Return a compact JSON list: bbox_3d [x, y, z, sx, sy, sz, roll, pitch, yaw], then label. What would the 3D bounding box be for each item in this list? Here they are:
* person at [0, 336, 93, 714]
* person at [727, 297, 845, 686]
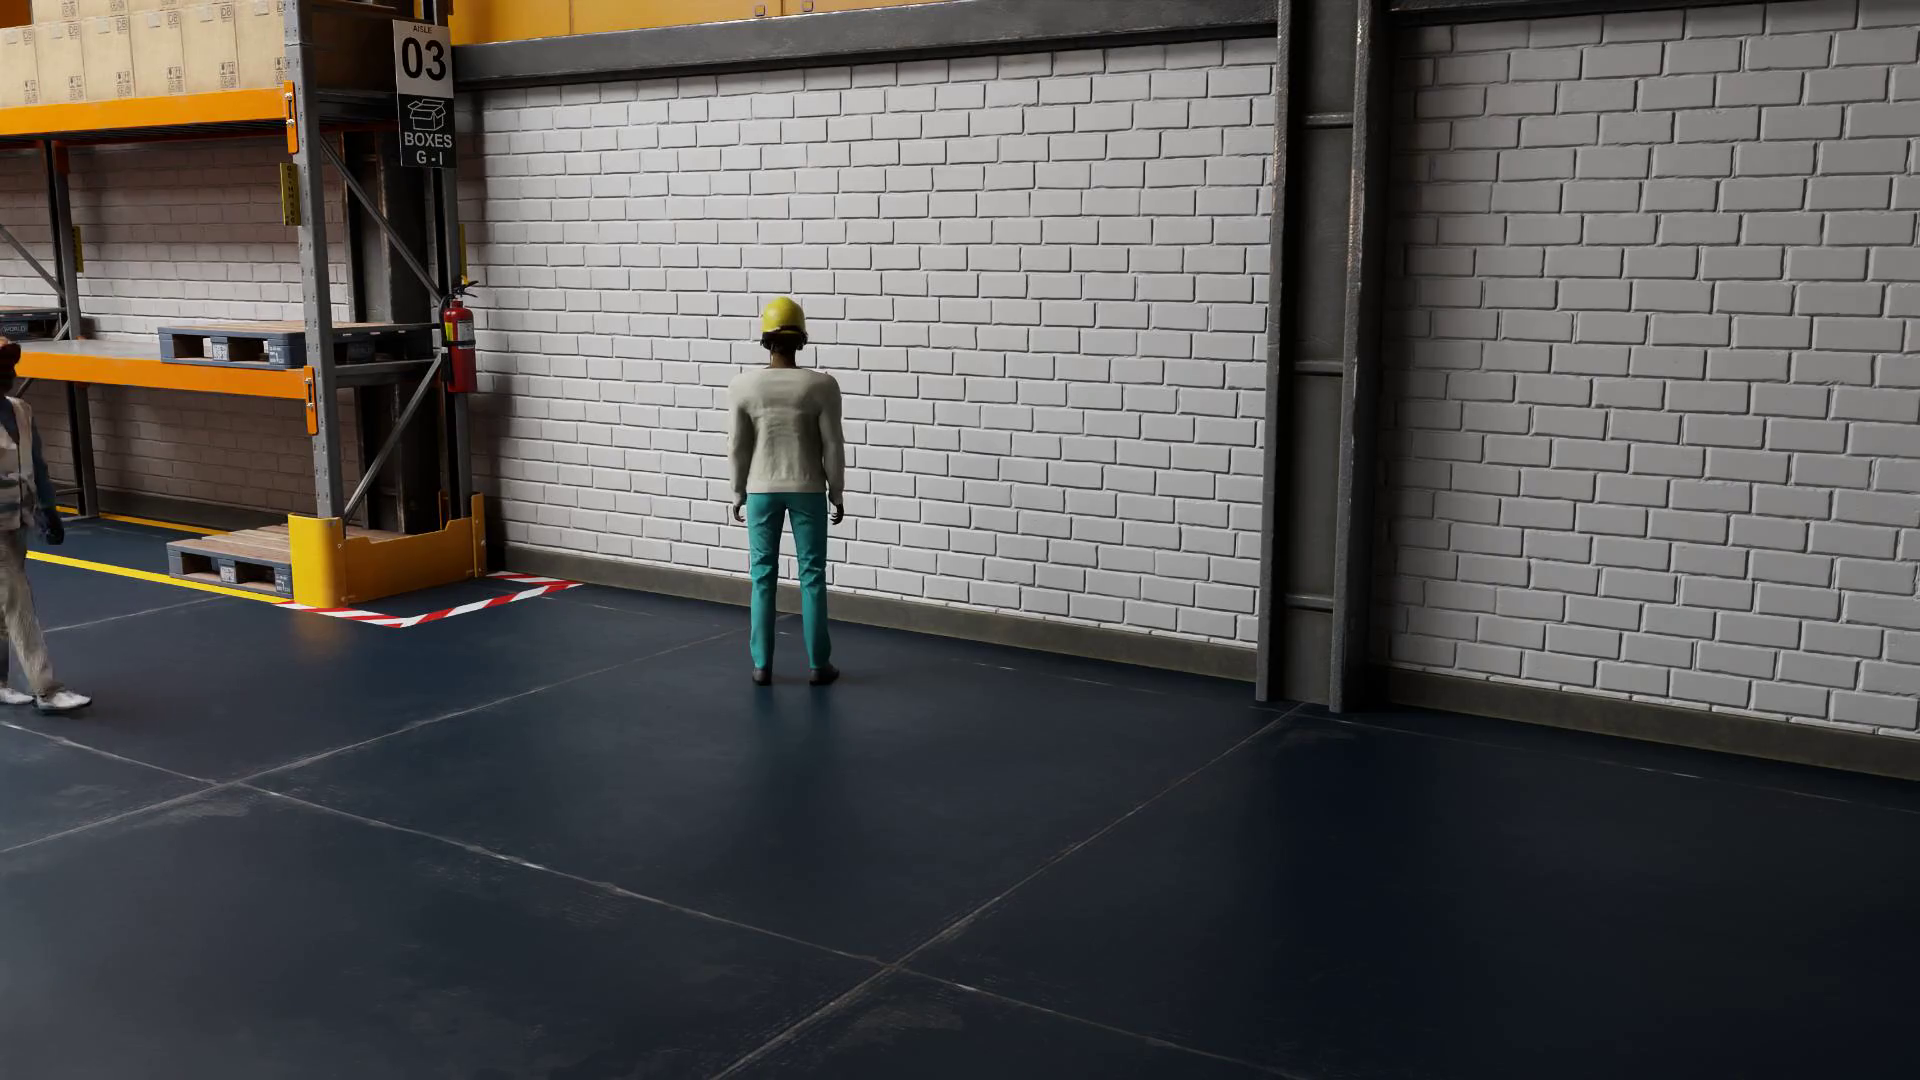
[{"bbox_3d":[-3.992,-0.052,7.095,0.706,1.611,0.545,1,10,4],"label":"person"},{"bbox_3d":[-0.783,-0.212,7.558,0.533,1.770,0.307,0,10,2],"label":"person"}]
